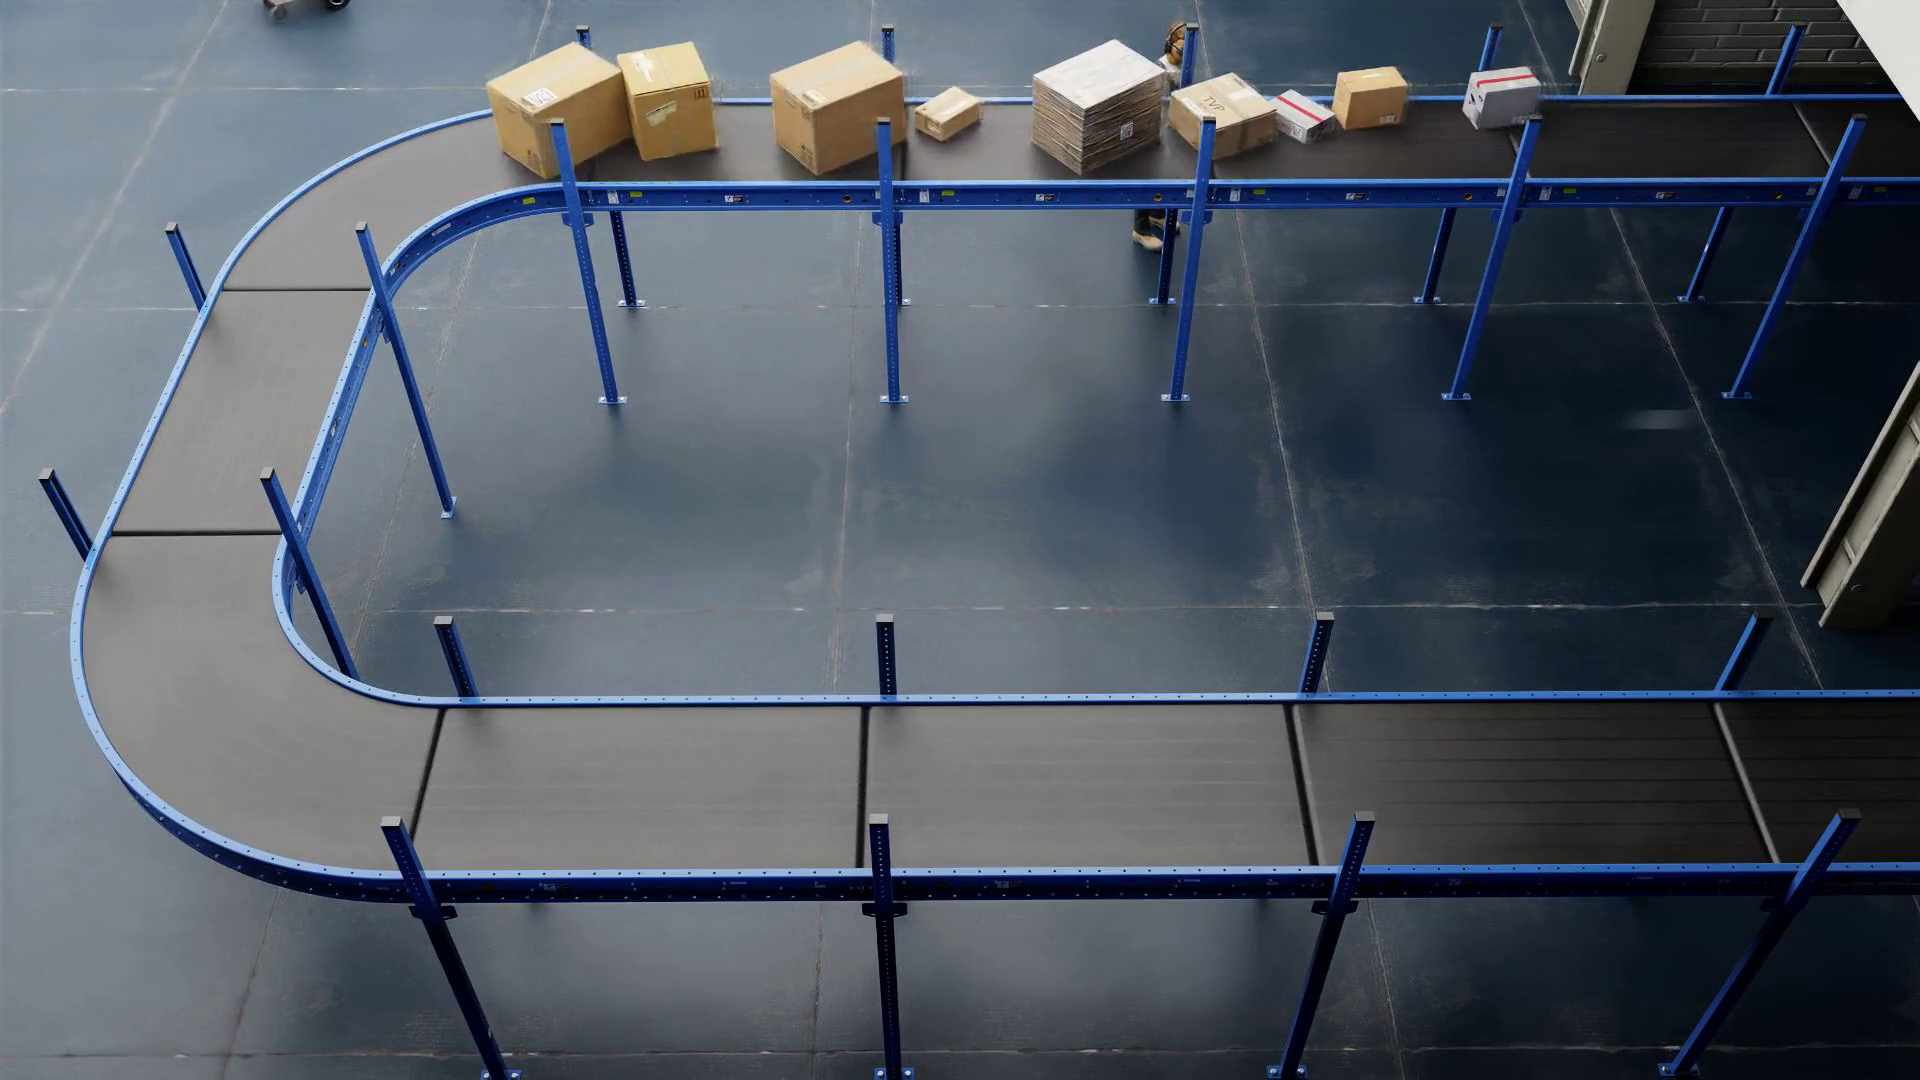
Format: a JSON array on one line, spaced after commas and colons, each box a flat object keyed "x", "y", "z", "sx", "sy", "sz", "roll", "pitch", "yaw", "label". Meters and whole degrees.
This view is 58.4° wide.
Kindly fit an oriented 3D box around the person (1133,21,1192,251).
[{"x": 1.539, "y": -3.043, "z": 12.859, "sx": 0.351, "sy": 1.842, "sz": 0.507, "roll": 27, "pitch": 53, "yaw": 23, "label": "person"}]

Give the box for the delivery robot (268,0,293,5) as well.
[{"x": -6.038, "y": -5.148, "z": 15.655, "sx": 0.707, "sy": 0.478, "sz": 0.477, "roll": -26, "pitch": 52, "yaw": -22, "label": "delivery robot"}]
